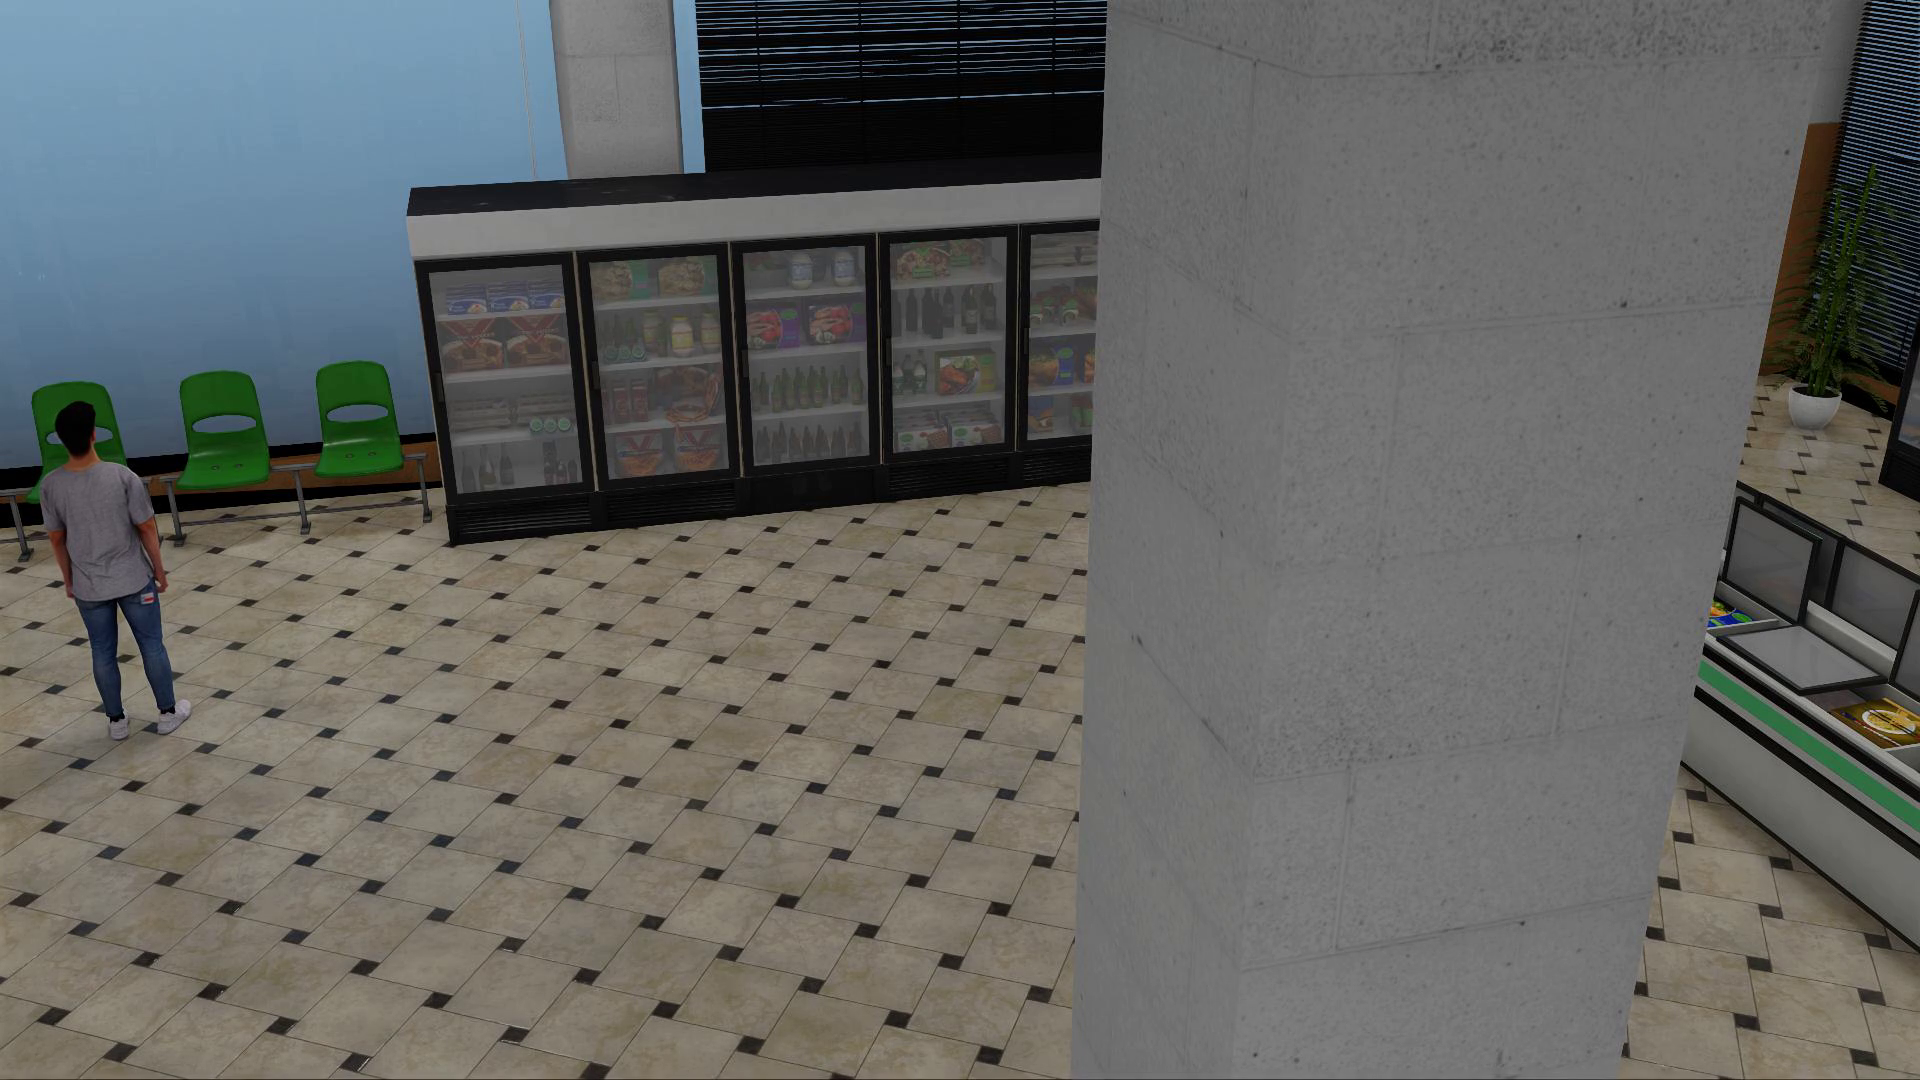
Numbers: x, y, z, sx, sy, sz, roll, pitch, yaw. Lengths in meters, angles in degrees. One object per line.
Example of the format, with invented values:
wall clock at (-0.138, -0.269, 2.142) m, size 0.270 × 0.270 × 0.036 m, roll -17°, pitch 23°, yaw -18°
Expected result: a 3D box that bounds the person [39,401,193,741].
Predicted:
person at (-4.523, 0.173, 8.852) m, size 0.668 × 1.889 × 0.540 m, roll -7°, pitch 24°, yaw -15°
